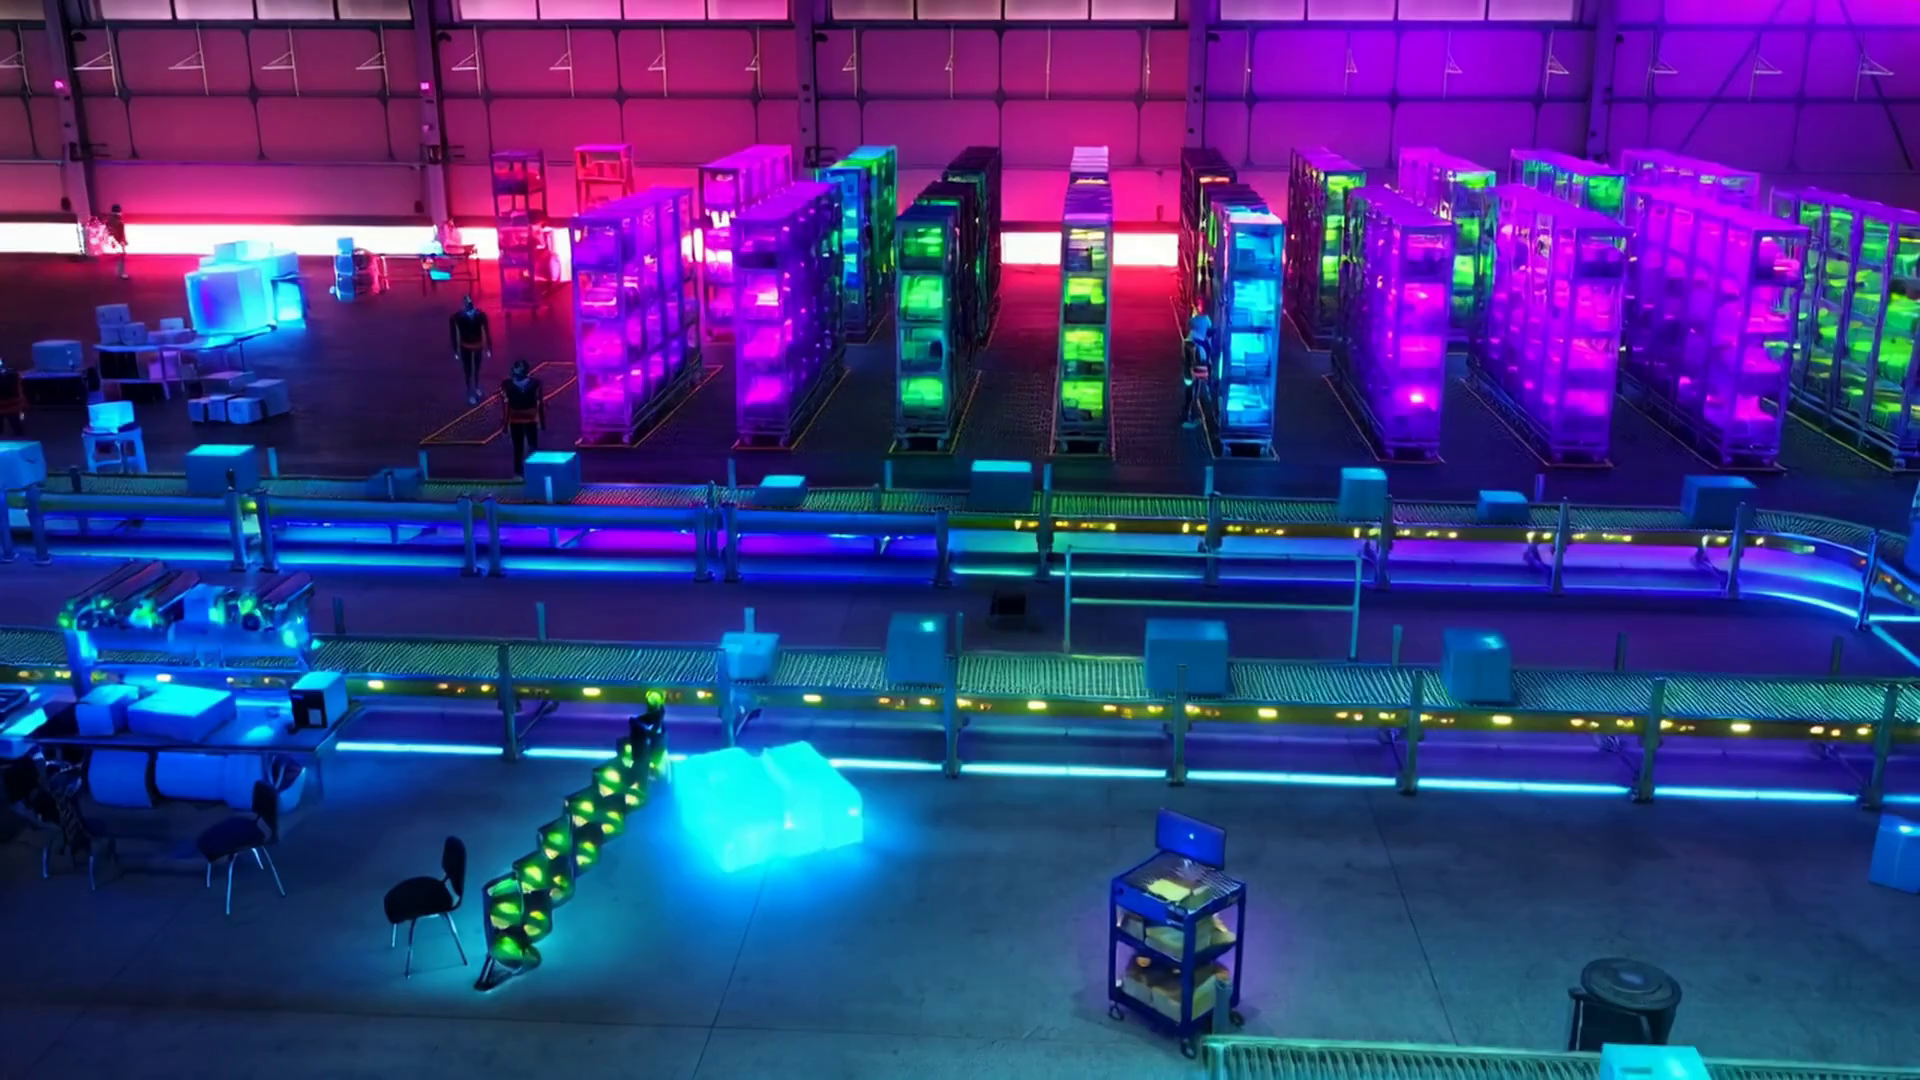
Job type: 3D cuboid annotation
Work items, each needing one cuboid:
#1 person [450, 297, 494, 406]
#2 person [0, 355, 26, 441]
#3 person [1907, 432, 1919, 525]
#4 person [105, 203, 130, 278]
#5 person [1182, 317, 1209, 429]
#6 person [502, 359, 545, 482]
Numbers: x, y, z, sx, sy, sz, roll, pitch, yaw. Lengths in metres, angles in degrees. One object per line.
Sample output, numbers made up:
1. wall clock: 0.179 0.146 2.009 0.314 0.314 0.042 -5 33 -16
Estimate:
1. person: -8.565 -3.359 29.183 0.642 1.864 0.967 -9 20 -27
2. person: -14.274 -1.919 24.671 0.658 1.813 0.626 3 18 10
3. person: 12.930 -1.131 21.903 0.609 1.984 0.399 11 21 31
4. person: -21.714 -7.730 42.938 0.404 1.922 0.578 4 18 11
5. person: 3.878 -2.754 27.301 0.403 1.830 0.599 11 21 31
6. person: -6.282 -1.711 23.972 0.570 1.841 0.372 -5 18 -17
